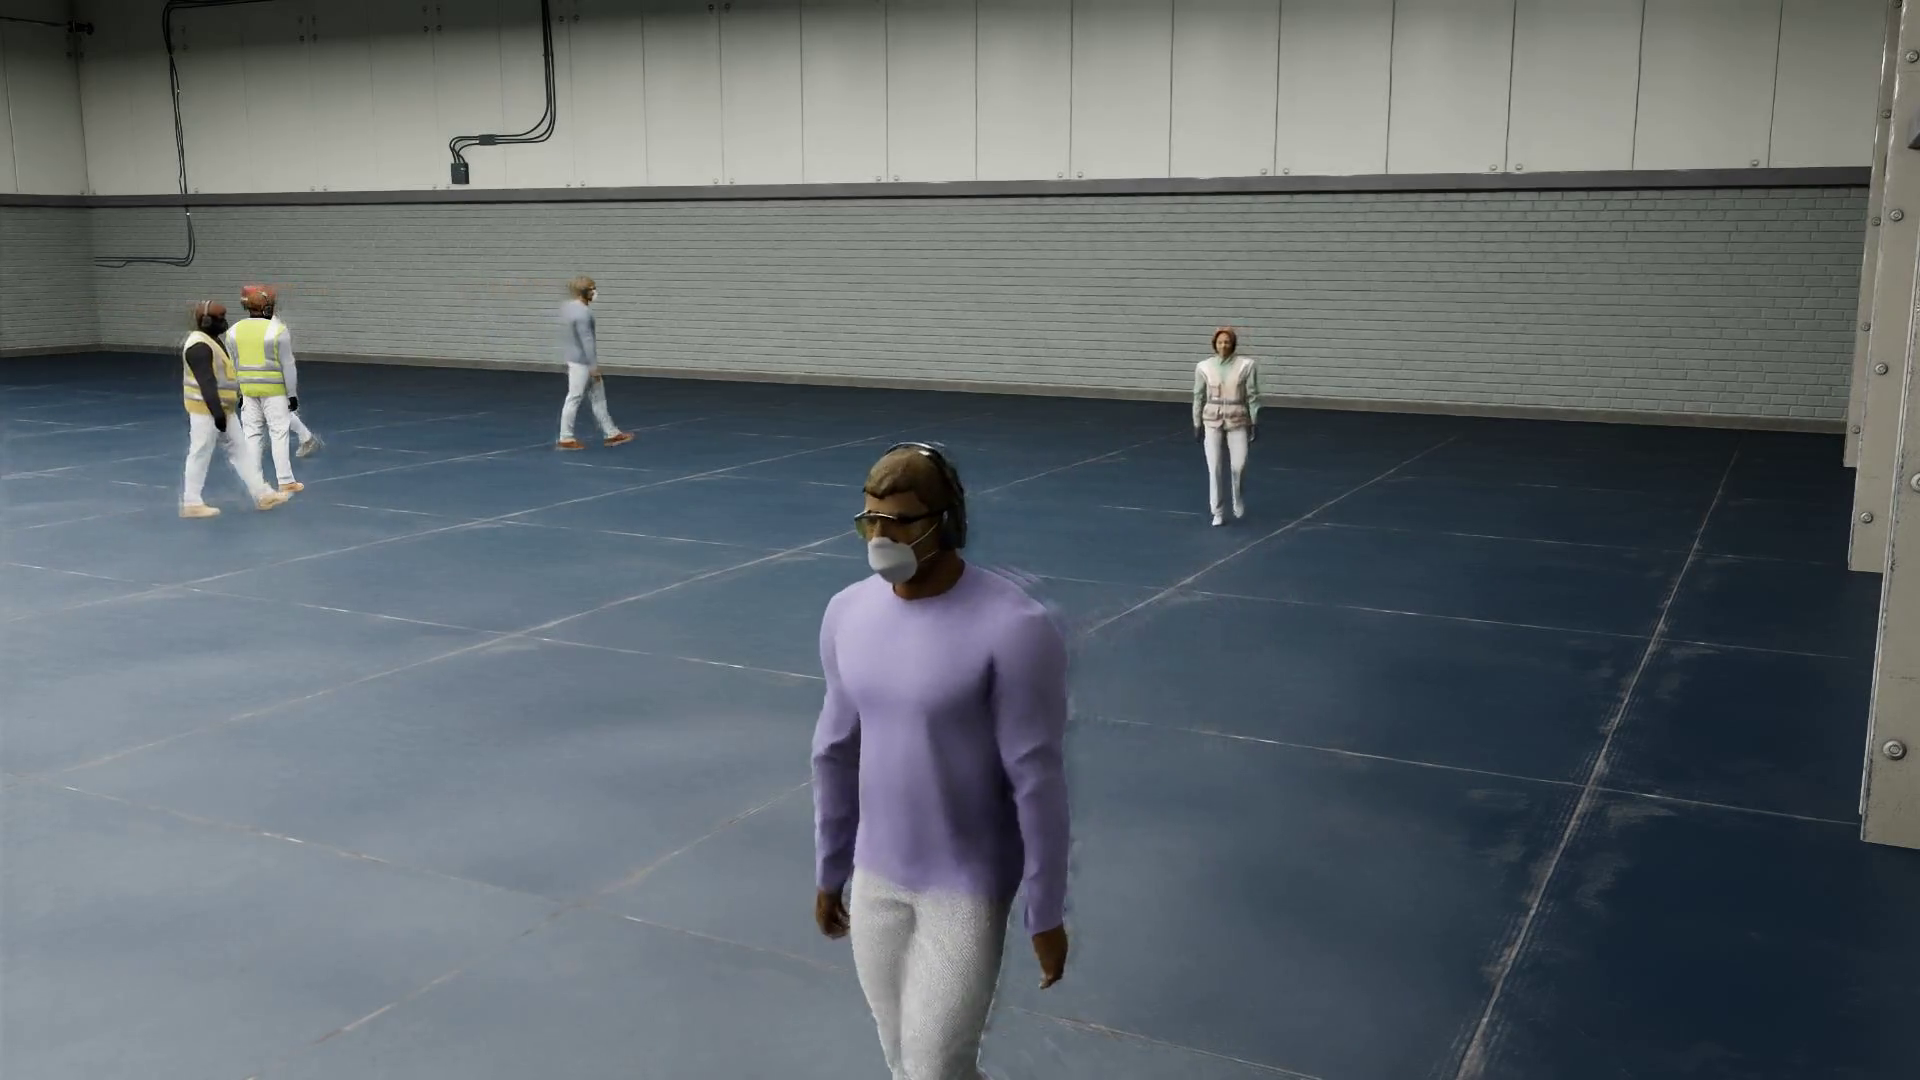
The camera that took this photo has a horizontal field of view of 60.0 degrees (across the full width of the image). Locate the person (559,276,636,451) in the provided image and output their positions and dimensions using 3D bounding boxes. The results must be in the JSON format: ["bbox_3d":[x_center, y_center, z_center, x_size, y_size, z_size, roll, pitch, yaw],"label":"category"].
[{"bbox_3d":[-3.987,-1.925,18.202,0.942,1.902,0.659,-3,11,-17],"label":"person"}]

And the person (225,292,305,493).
[{"bbox_3d":[-6.336,-1.340,15.195,0.634,1.841,0.429,2,11,9],"label":"person"}]

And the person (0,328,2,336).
[{"bbox_3d":[-15.564,-3.404,26.441,0.529,1.850,0.602,-3,11,-17],"label":"person"}]

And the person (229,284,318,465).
[{"bbox_3d":[-7.184,-1.729,17.294,0.577,1.858,0.898,7,13,34],"label":"person"}]

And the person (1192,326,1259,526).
[{"bbox_3d":[2.152,-0.925,13.499,0.544,1.625,0.382,3,11,16],"label":"person"}]

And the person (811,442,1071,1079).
[{"bbox_3d":[-0.079,0.748,3.576,0.662,1.925,0.433,9,14,40],"label":"person"}]

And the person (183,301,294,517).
[{"bbox_3d":[-6.128,-1.089,13.939,0.896,1.799,0.642,-1,10,-8],"label":"person"}]
